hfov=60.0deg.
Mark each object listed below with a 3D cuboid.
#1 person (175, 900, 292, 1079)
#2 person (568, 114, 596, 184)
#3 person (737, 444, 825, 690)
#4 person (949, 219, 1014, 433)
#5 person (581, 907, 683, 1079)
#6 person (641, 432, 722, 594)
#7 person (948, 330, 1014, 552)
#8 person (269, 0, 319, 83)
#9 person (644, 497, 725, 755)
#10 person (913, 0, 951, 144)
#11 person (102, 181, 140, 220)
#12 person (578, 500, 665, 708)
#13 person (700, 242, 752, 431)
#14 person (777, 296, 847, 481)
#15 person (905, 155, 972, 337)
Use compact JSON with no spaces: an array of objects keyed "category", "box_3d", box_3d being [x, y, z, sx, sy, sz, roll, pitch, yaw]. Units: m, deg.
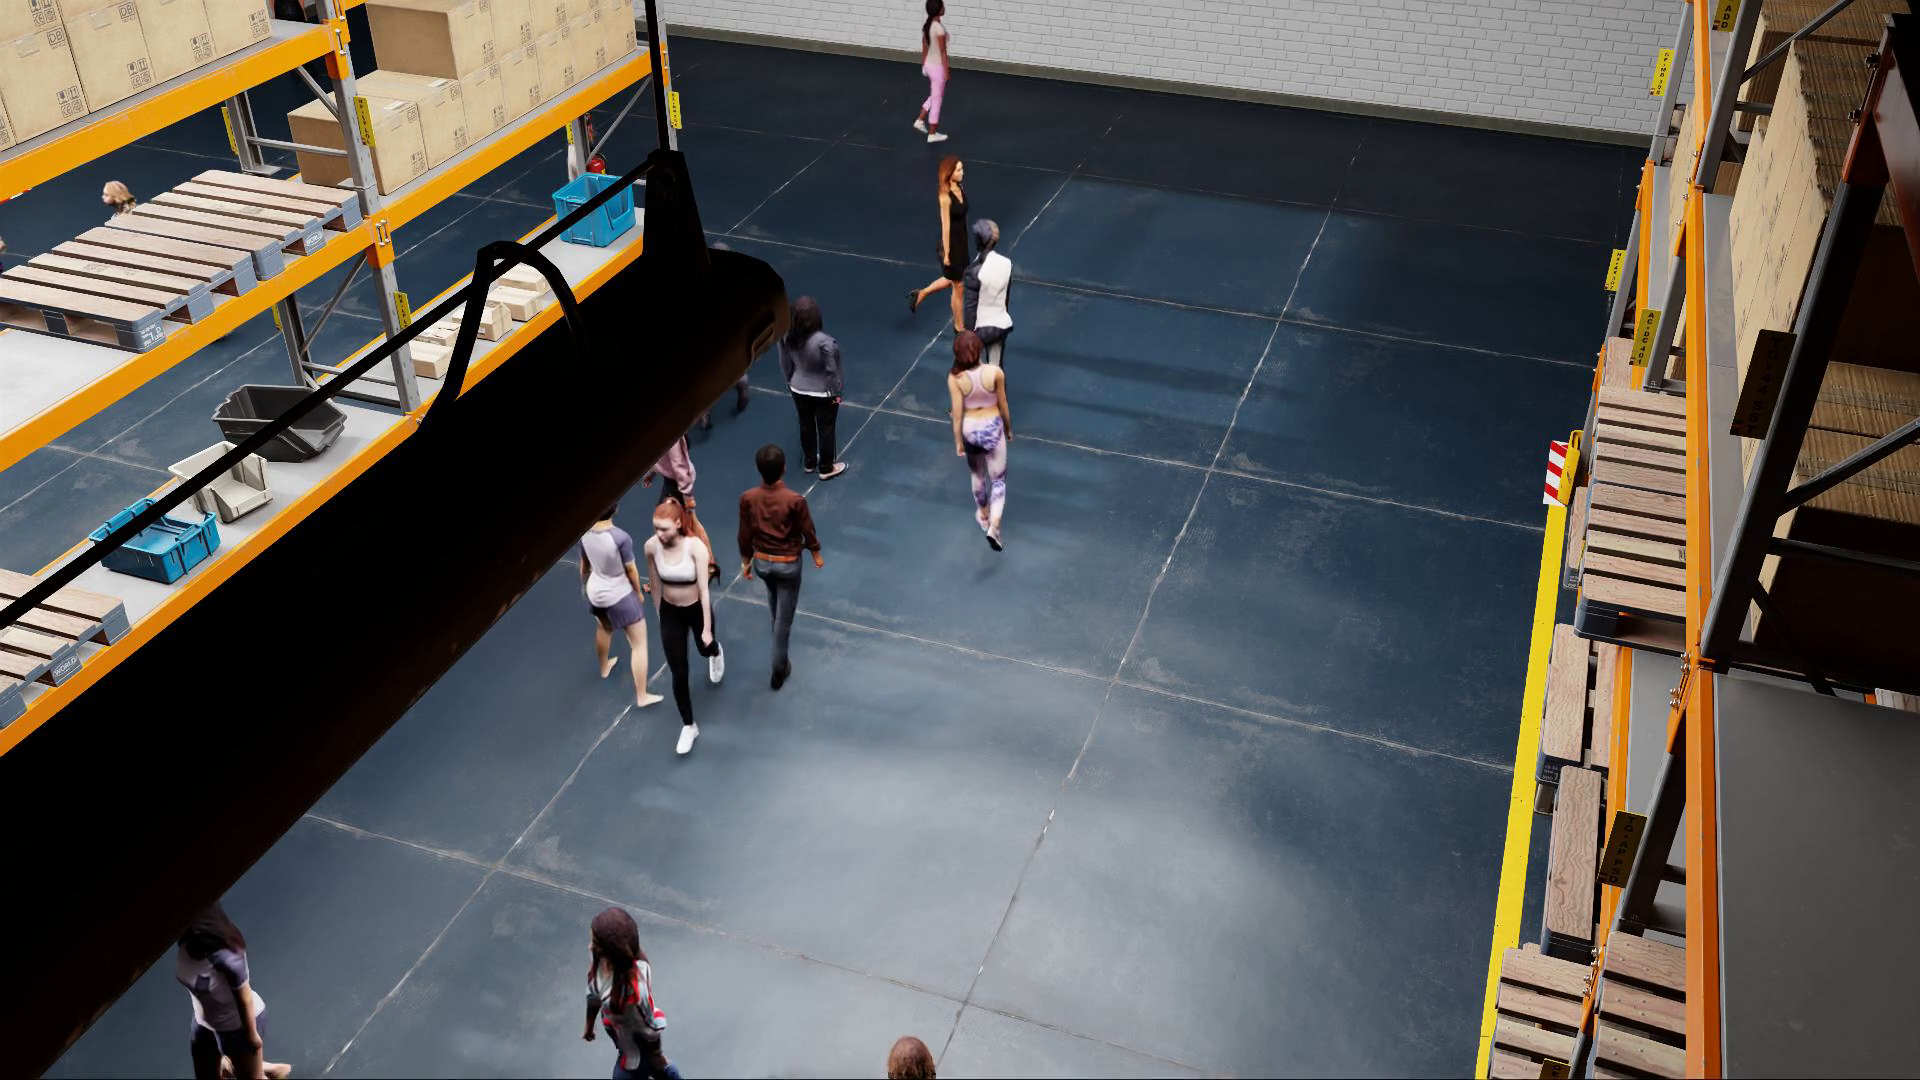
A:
[{"category":"person","box_3d":[-3.465,2.248,8.017,0.667,1.700,0.706,19,38,26]},{"category":"person","box_3d":[-3.713,-3.235,16.133,1.049,1.848,1.099,-6,34,-9]},{"category":"person","box_3d":[-1.224,0.224,11.013,0.732,1.755,0.909,8,34,12]},{"category":"person","box_3d":[0.273,-1.714,13.822,0.889,1.873,0.964,-25,41,-33]},{"category":"person","box_3d":[-1.498,2.338,7.990,1.082,1.580,0.928,-24,41,-32]},{"category":"person","box_3d":[-1.939,-0.408,11.938,0.903,1.783,0.886,-6,34,-9]},{"category":"person","box_3d":[0.169,-0.709,12.431,0.885,1.738,1.115,2,34,3]},{"category":"person","box_3d":[-8.759,-6.850,21.715,0.681,1.689,0.709,-6,34,-10]},{"category":"person","box_3d":[-1.727,0.449,10.716,0.773,1.709,1.230,3,34,5]},{"category":"person","box_3d":[-0.369,-5.560,19.736,0.810,1.732,0.750,-14,36,-21]},{"category":"person","box_3d":[-7.368,-2.462,15.096,1.101,1.708,0.982,-21,39,-28]},{"category":"person","box_3d":[-2.318,0.330,11.038,0.827,1.552,0.701,15,37,22]},{"category":"person","box_3d":[-2.044,-1.677,13.973,0.735,1.644,1.103,7,34,11]},{"category":"person","box_3d":[-1.171,-1.228,13.340,0.726,1.597,0.711,19,38,26]},{"category":"person","box_3d":[-0.141,-2.657,15.289,0.637,1.820,0.862,13,36,19]}]
